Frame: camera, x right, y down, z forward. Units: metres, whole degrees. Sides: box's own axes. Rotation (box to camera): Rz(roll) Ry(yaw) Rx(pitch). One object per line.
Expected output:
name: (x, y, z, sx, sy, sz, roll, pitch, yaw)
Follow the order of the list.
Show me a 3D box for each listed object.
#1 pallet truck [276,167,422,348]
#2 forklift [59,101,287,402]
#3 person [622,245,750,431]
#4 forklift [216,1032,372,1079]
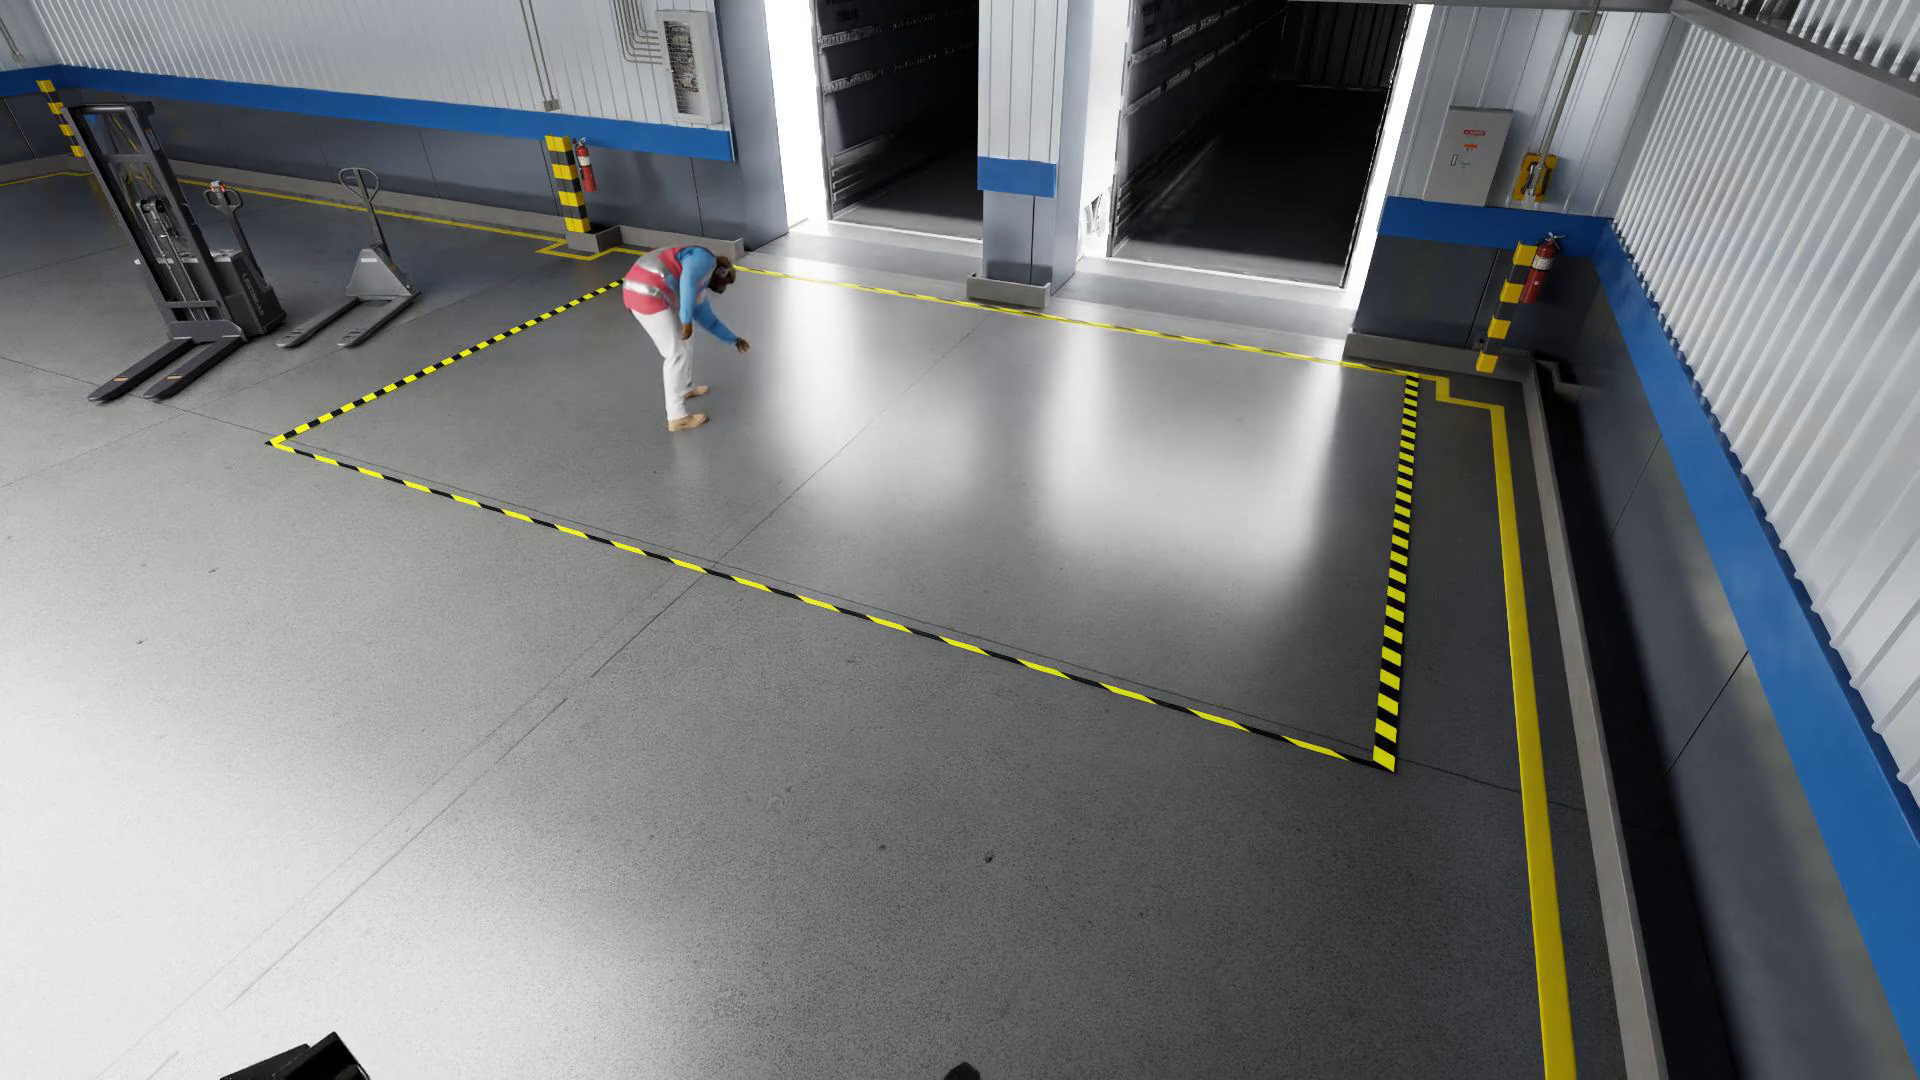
pallet truck: (-5.732, -2.611, 8.414, 0.680, 1.201, 1.601, -1, 35, -1)
forklift: (-6.686, -2.387, 7.434, 0.823, 1.965, 1.885, -3, 35, -5)
person: (-2.040, -1.600, 7.001, 0.893, 1.249, 0.921, -11, 37, -16)
forklift: (-1.263, 2.058, 0.766, 1.157, 2.036, 2.680, 26, 42, 32)
